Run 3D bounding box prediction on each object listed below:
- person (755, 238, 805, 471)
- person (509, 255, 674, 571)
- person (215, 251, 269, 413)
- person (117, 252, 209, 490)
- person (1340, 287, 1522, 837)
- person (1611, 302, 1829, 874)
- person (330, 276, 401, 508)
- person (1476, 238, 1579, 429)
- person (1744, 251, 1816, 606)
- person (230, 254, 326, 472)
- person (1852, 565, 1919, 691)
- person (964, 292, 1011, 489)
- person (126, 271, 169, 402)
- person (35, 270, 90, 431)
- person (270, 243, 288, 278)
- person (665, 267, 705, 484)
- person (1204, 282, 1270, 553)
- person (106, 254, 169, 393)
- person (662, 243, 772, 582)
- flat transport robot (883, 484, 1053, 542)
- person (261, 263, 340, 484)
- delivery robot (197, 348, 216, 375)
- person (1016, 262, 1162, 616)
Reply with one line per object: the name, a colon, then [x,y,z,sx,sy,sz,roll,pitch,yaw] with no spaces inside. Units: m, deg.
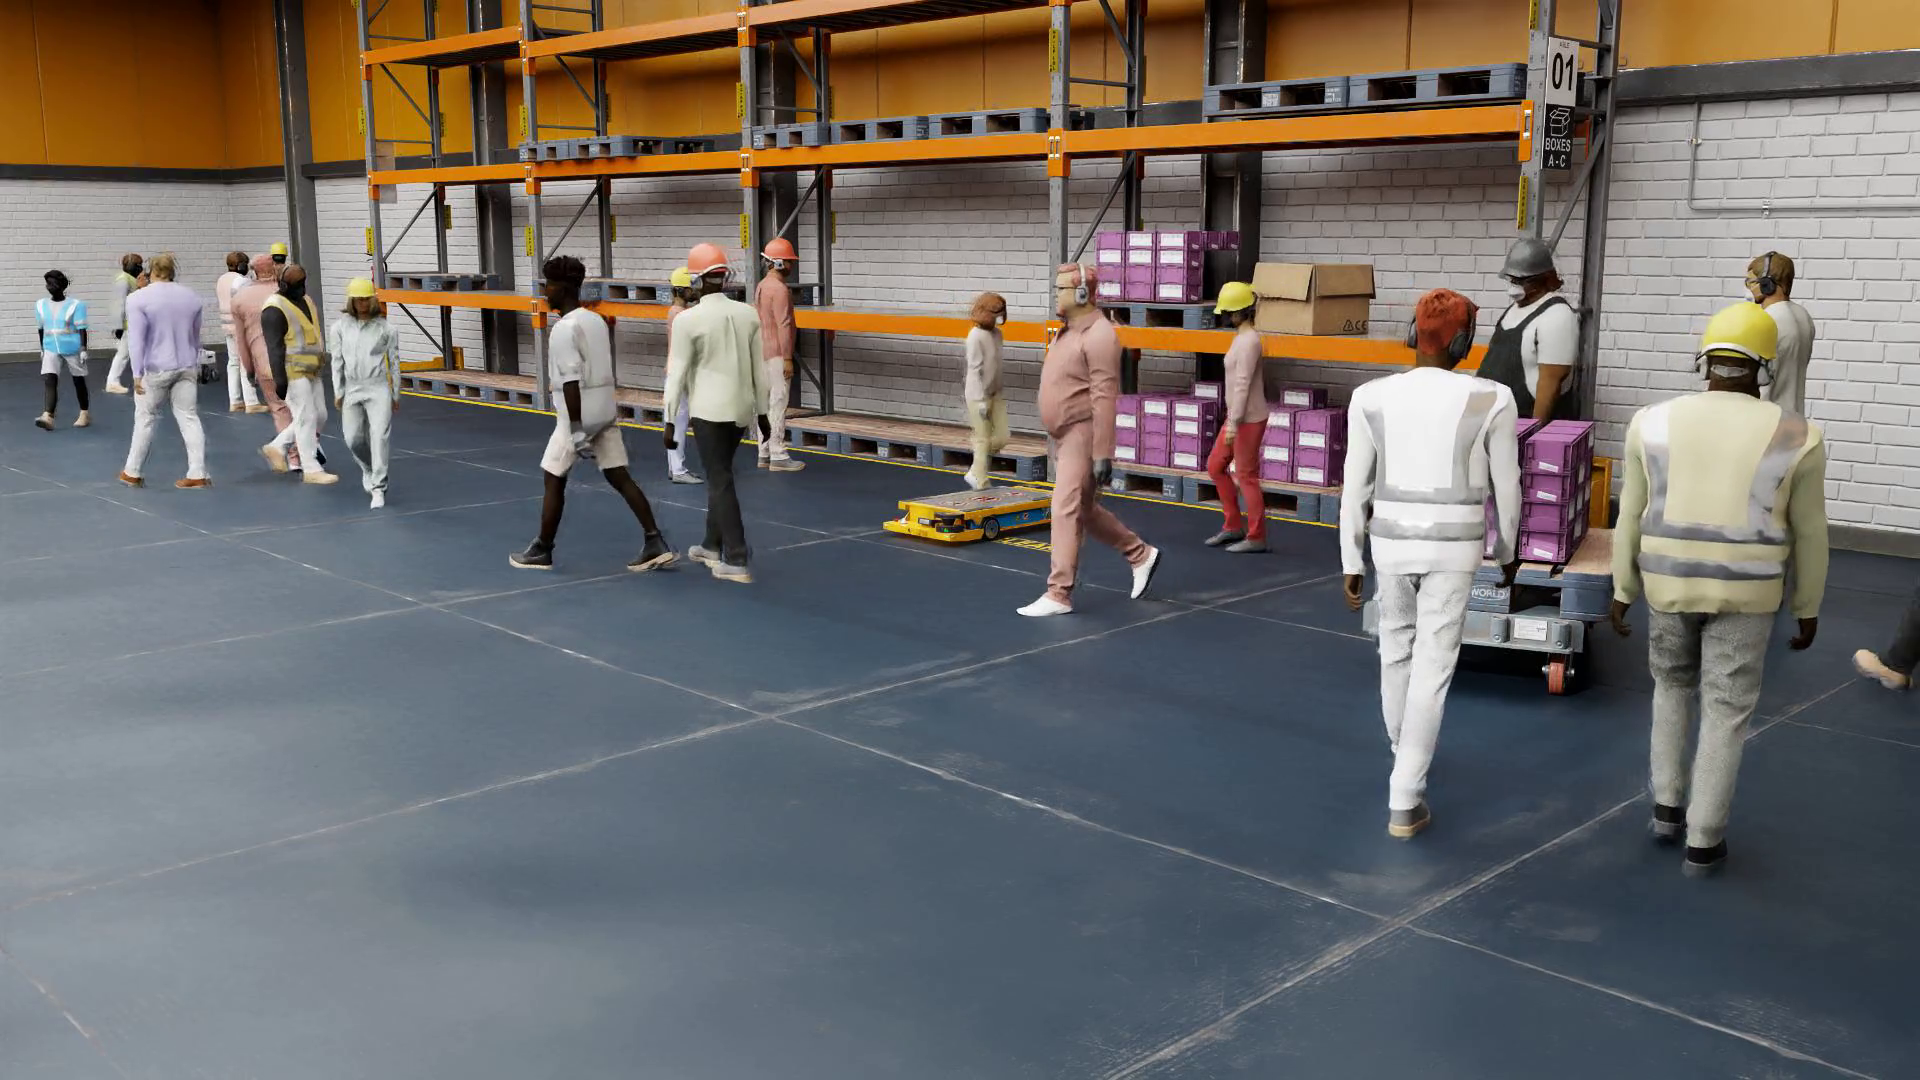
person: [-1.569,-1.599,14.387,0.395,1.992,0.623,-5,11,-25]
person: [-2.222,-0.743,9.970,1.034,1.919,0.605,4,11,19]
person: [-8.232,-2.379,19.081,0.625,1.838,0.428,8,13,36]
person: [-6.386,-1.344,13.317,0.880,1.886,0.657,7,13,34]
person: [1.672,0.048,5.848,0.563,1.839,0.945,7,12,32]
person: [2.466,0.143,5.383,0.616,1.809,0.618,7,13,35]
person: [-4.459,-1.129,12.548,0.493,1.724,0.648,-2,11,-10]
person: [3.211,-0.725,9.498,0.542,2.000,0.706,-1,10,-3]
person: [4.318,-0.570,8.935,0.627,1.939,0.371,-10,14,-43]
person: [-5.837,-1.502,14.223,0.675,1.866,0.556,-5,11,-25]
person: [4.352,-0.179,7.161,0.528,1.800,0.906,-3,11,-15]
person: [0.190,-1.053,12.485,0.387,1.610,0.533,6,12,31]
person: [-9.768,-2.461,20.153,0.871,1.585,0.517,8,13,36]
person: [-9.320,-1.956,17.236,0.553,1.647,0.875,-1,10,-4]
person: [-8.810,-2.897,21.659,0.594,1.922,0.386,-4,11,-20]
person: [-2.247,-1.342,13.615,0.325,1.767,0.533,-3,11,-14]
person: [1.737,-0.757,10.500,0.505,1.729,0.568,1,10,4]
person: [-10.535,-2.763,21.306,1.002,1.789,0.638,-2,11,-12]
person: [-1.520,-0.756,9.849,0.849,1.964,0.654,9,14,41]
flat transport robot: [0.217,-0.201,11.467,1.431,0.197,0.652,-10,14,-44]
person: [-5.424,-1.341,13.506,0.572,1.806,0.670,1,10,5]
delivery robot: [-10.513,-2.474,22.835,0.477,0.478,0.707,0,10,-3]
person: [0.714,-0.537,8.899,0.803,1.889,0.643,-3,11,-14]
